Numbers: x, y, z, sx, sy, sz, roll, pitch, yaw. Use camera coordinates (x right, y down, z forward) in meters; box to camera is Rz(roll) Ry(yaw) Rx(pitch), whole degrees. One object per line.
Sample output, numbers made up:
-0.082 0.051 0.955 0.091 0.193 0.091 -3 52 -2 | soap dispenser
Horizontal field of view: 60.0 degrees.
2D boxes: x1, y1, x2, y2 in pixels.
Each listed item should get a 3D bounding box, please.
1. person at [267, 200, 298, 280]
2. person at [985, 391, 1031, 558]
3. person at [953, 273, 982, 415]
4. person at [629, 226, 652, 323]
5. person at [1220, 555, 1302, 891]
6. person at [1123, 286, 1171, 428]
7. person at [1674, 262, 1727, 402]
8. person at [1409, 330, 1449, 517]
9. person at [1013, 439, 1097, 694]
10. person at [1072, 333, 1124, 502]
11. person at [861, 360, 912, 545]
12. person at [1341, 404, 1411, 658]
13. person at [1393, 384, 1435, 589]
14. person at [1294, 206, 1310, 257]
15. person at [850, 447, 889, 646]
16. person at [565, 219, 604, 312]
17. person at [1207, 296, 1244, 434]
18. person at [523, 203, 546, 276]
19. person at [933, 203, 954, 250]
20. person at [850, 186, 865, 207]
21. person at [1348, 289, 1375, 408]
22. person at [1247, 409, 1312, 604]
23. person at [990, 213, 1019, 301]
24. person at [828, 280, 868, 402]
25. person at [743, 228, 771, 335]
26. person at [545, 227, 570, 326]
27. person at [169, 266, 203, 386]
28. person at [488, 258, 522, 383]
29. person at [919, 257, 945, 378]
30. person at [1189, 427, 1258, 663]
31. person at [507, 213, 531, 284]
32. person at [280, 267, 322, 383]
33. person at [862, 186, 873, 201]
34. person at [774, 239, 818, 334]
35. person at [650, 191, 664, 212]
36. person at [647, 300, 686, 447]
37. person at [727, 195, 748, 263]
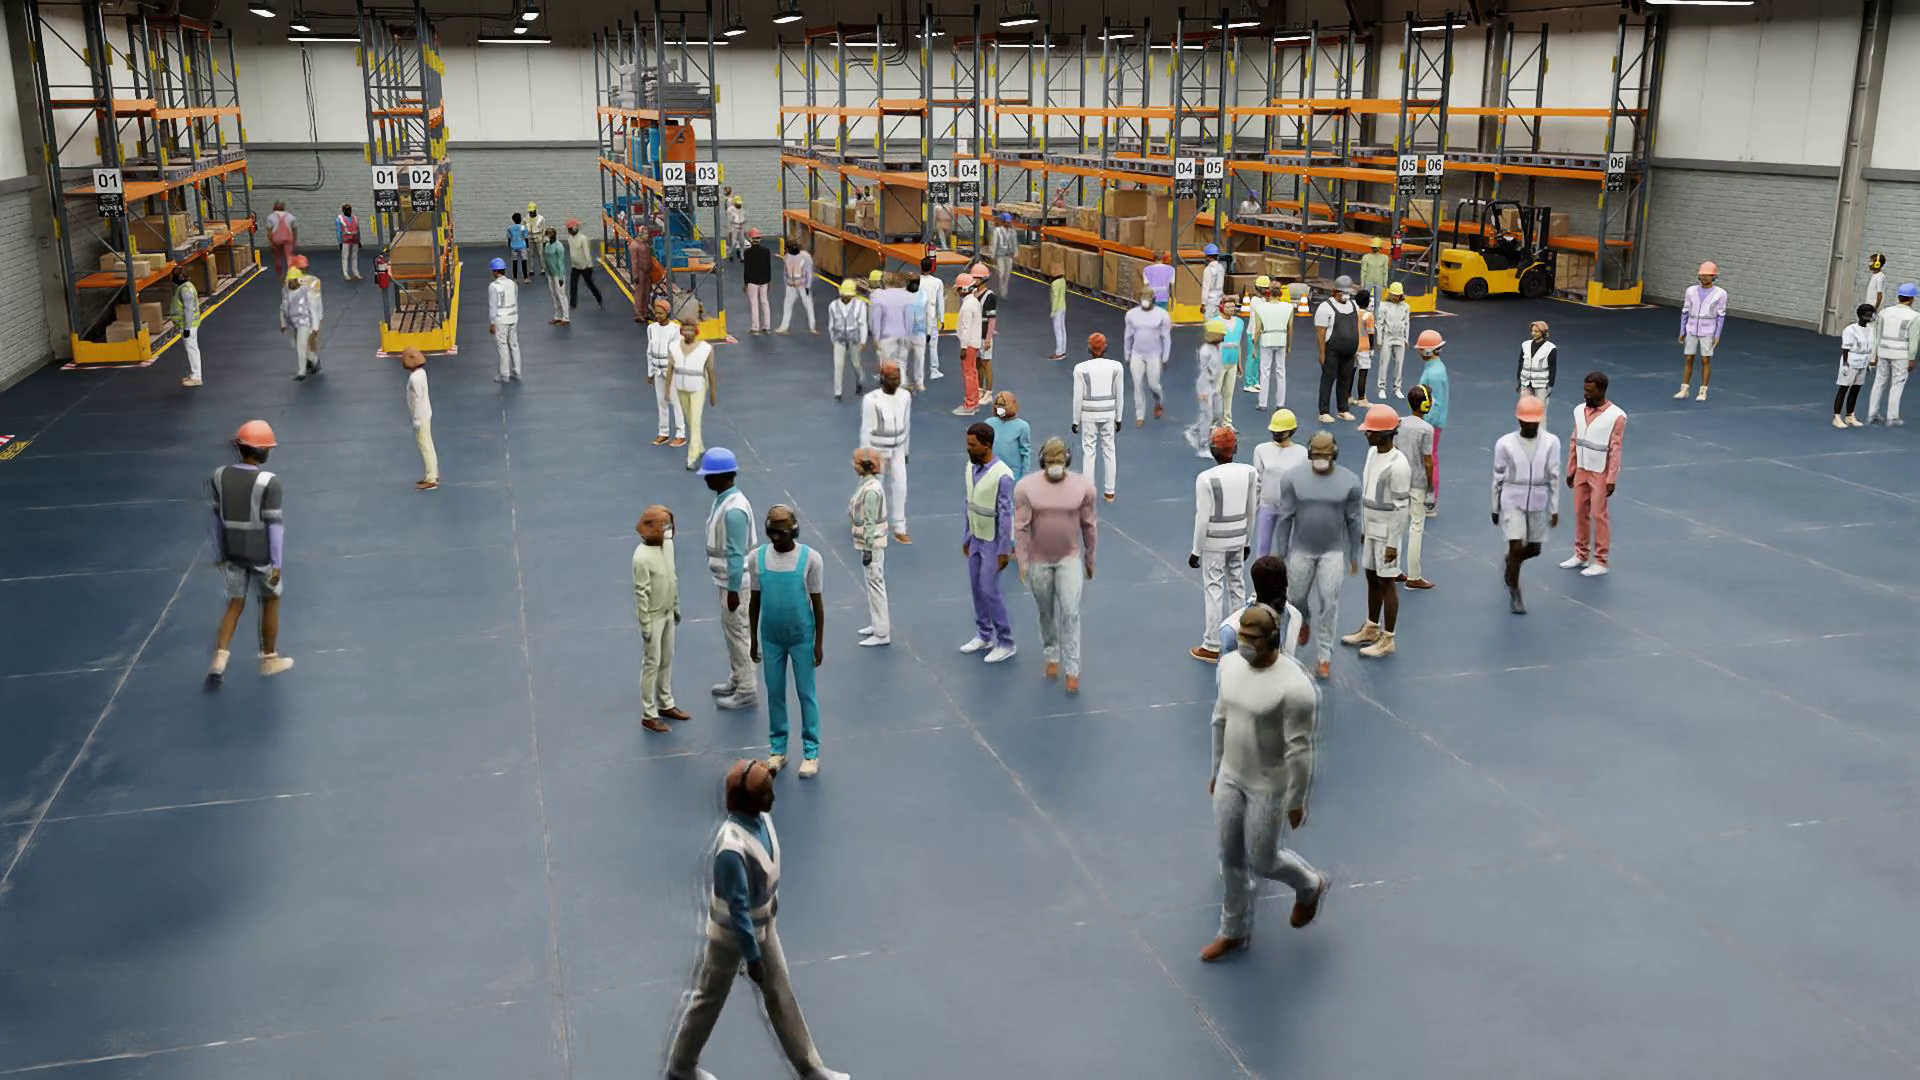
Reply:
-16.490 -7.319 40.477 0.737 2.000 1.039 -8 17 -29 | person
0.437 -0.638 16.115 0.507 1.632 0.274 7 17 25 | person
0.101 -2.755 23.424 0.413 1.982 0.625 3 15 10 | person
-6.312 -5.290 33.131 0.401 1.894 0.654 5 16 18 | person
1.684 1.006 9.384 0.597 1.918 0.379 -12 19 -38 | person
2.541 -2.493 22.553 0.634 1.919 0.582 6 16 20 | person
10.879 -3.058 24.430 0.608 2.048 0.365 13 20 41 | person
4.975 -1.239 17.699 0.392 1.988 0.609 4 15 13 | person
0.703 0.195 12.458 0.634 1.902 0.862 2 15 6 | person
1.509 -1.335 18.256 0.573 1.887 0.354 -3 15 -11 | person
-0.797 -0.912 16.744 0.610 1.854 0.807 -11 18 -35 | person
3.319 -0.070 13.203 0.394 2.040 0.609 -2 15 -9 | person
4.116 -0.486 15.090 0.328 1.873 0.520 -8 17 -29 | person
8.850 -7.846 42.988 0.320 1.767 0.534 -11 18 -35 | person
-0.737 0.046 13.560 0.310 1.629 0.516 -2 15 -6 | person
-7.887 -5.734 34.734 0.669 1.943 0.979 10 18 34 | person
3.491 -2.314 22.015 0.570 1.845 0.383 -8 17 -29 | person
-10.652 -7.520 41.657 0.598 1.824 0.403 2 15 6 | person
-0.457 -8.495 45.219 0.602 1.885 0.972 -7 16 -23 | person
-2.913 -9.176 47.699 0.565 1.918 0.631 -6 16 -23 | person
5.768 -2.753 23.950 0.318 1.700 0.535 -9 17 -30 | person
2.789 -0.278 14.517 0.524 1.764 0.329 6 16 22 | person
1.023 -6.188 36.435 0.642 1.923 0.662 -8 17 -26 | person
-1.645 -2.970 24.594 0.599 1.792 0.759 1 15 3 | person
-3.834 -4.864 31.327 0.623 1.992 0.397 -14 20 -42 | person
-7.912 -5.156 32.565 0.380 1.931 0.625 -12 19 -39 | person
-12.019 -3.326 25.835 0.429 1.843 0.633 -7 16 -24 | person
-7.165 -3.445 26.109 0.413 1.939 0.601 6 16 22 | person
-0.527 -3.525 26.436 0.597 1.918 0.383 5 16 18 | person
2.062 0.037 13.093 0.573 1.887 0.355 -8 17 -29 | person
-10.593 -6.997 39.924 0.532 1.697 0.322 2 15 6 | person
-10.398 -3.432 26.304 0.597 1.806 0.760 6 16 21 | person
-2.713 -9.549 49.224 0.508 1.862 0.324 8 17 29 | person
-3.058 -4.760 31.354 0.668 1.793 0.727 6 16 21 | person
-8.316 -8.747 46.097 0.592 1.918 0.396 12 19 39 | person
-3.751 -2.133 21.284 0.581 1.879 0.345 8 17 27 | person
-5.998 -8.385 44.910 0.631 1.816 0.444 -11 18 -34 | person
